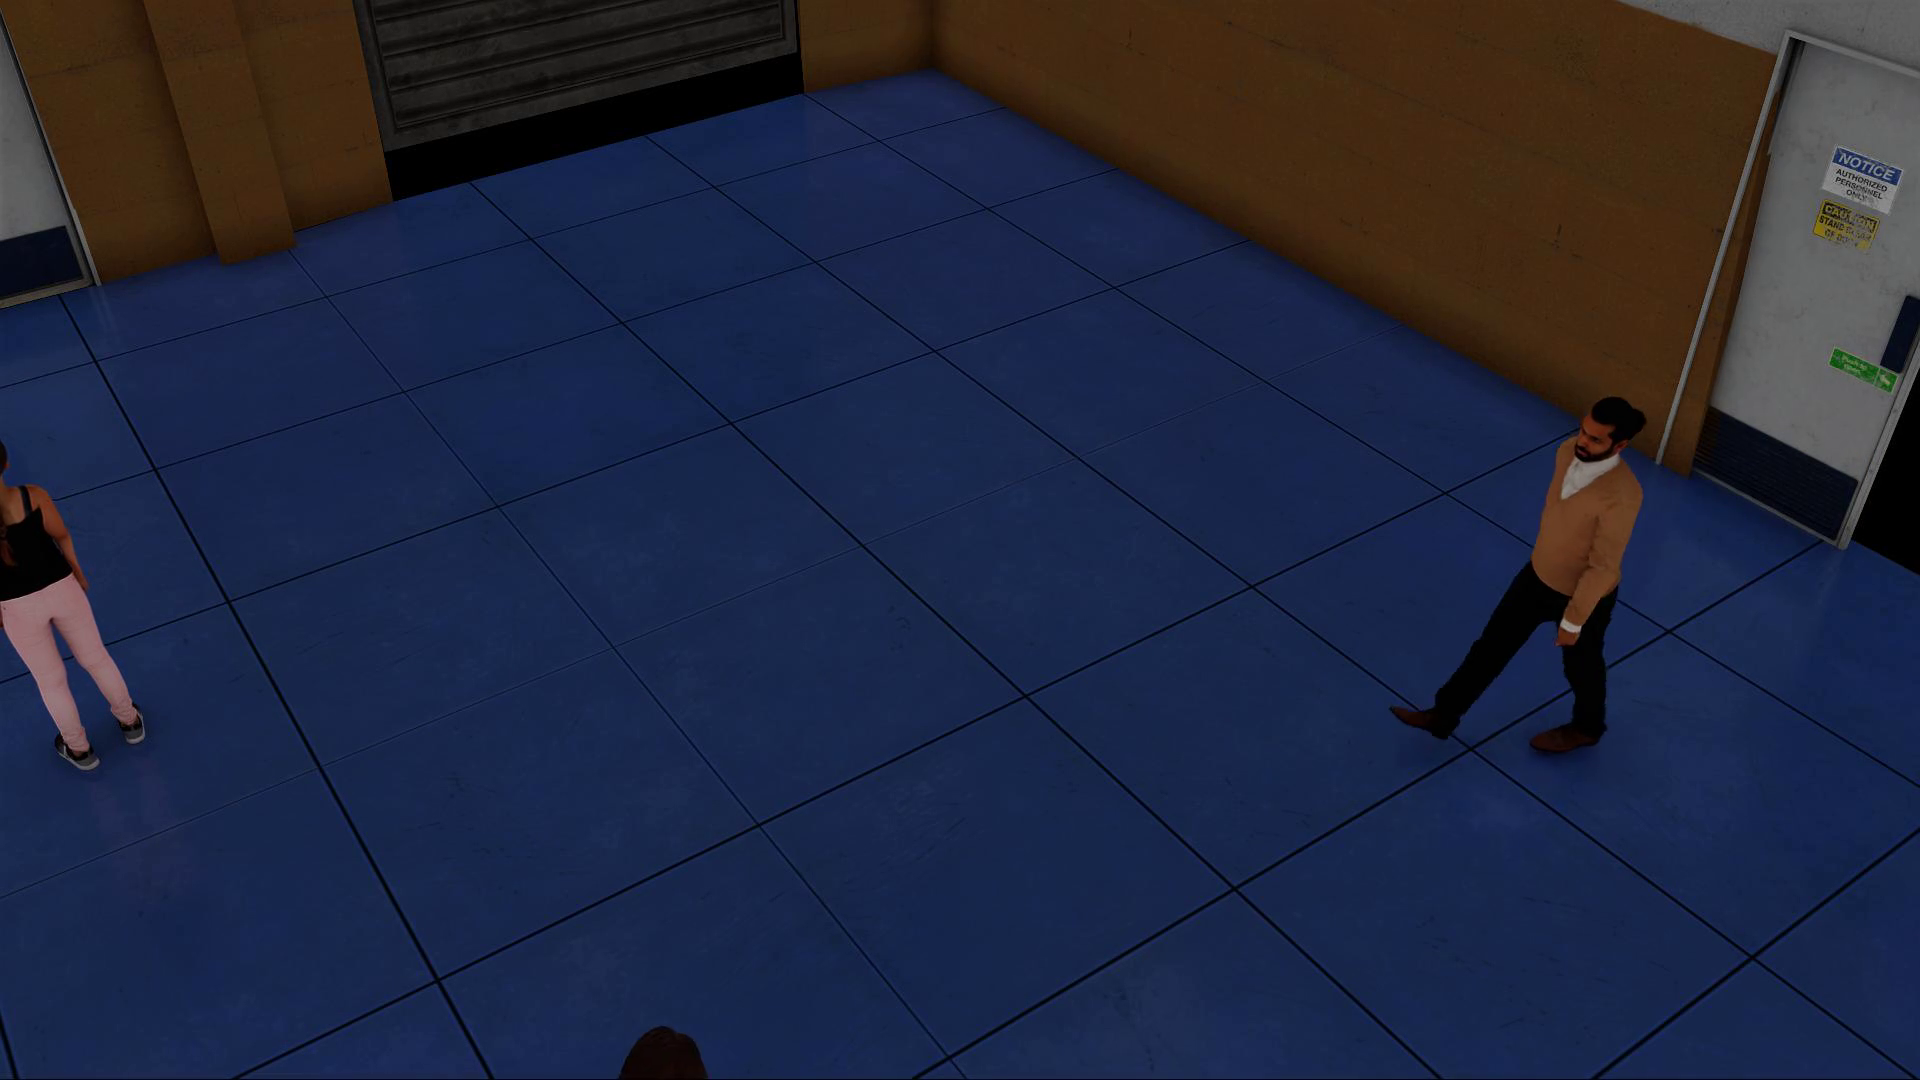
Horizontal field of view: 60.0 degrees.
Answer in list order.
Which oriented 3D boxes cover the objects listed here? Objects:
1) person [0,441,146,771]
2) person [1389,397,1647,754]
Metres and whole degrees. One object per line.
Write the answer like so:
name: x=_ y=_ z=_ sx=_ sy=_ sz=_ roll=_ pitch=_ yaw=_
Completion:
person: x=-3.608 y=0.237 z=6.528 sx=0.478 sy=1.564 sz=0.621 roll=-30 pitch=46 yaw=-34
person: x=2.443 y=0.189 z=6.469 sx=1.218 sy=1.711 sz=0.943 roll=-7 pitch=37 yaw=-9
